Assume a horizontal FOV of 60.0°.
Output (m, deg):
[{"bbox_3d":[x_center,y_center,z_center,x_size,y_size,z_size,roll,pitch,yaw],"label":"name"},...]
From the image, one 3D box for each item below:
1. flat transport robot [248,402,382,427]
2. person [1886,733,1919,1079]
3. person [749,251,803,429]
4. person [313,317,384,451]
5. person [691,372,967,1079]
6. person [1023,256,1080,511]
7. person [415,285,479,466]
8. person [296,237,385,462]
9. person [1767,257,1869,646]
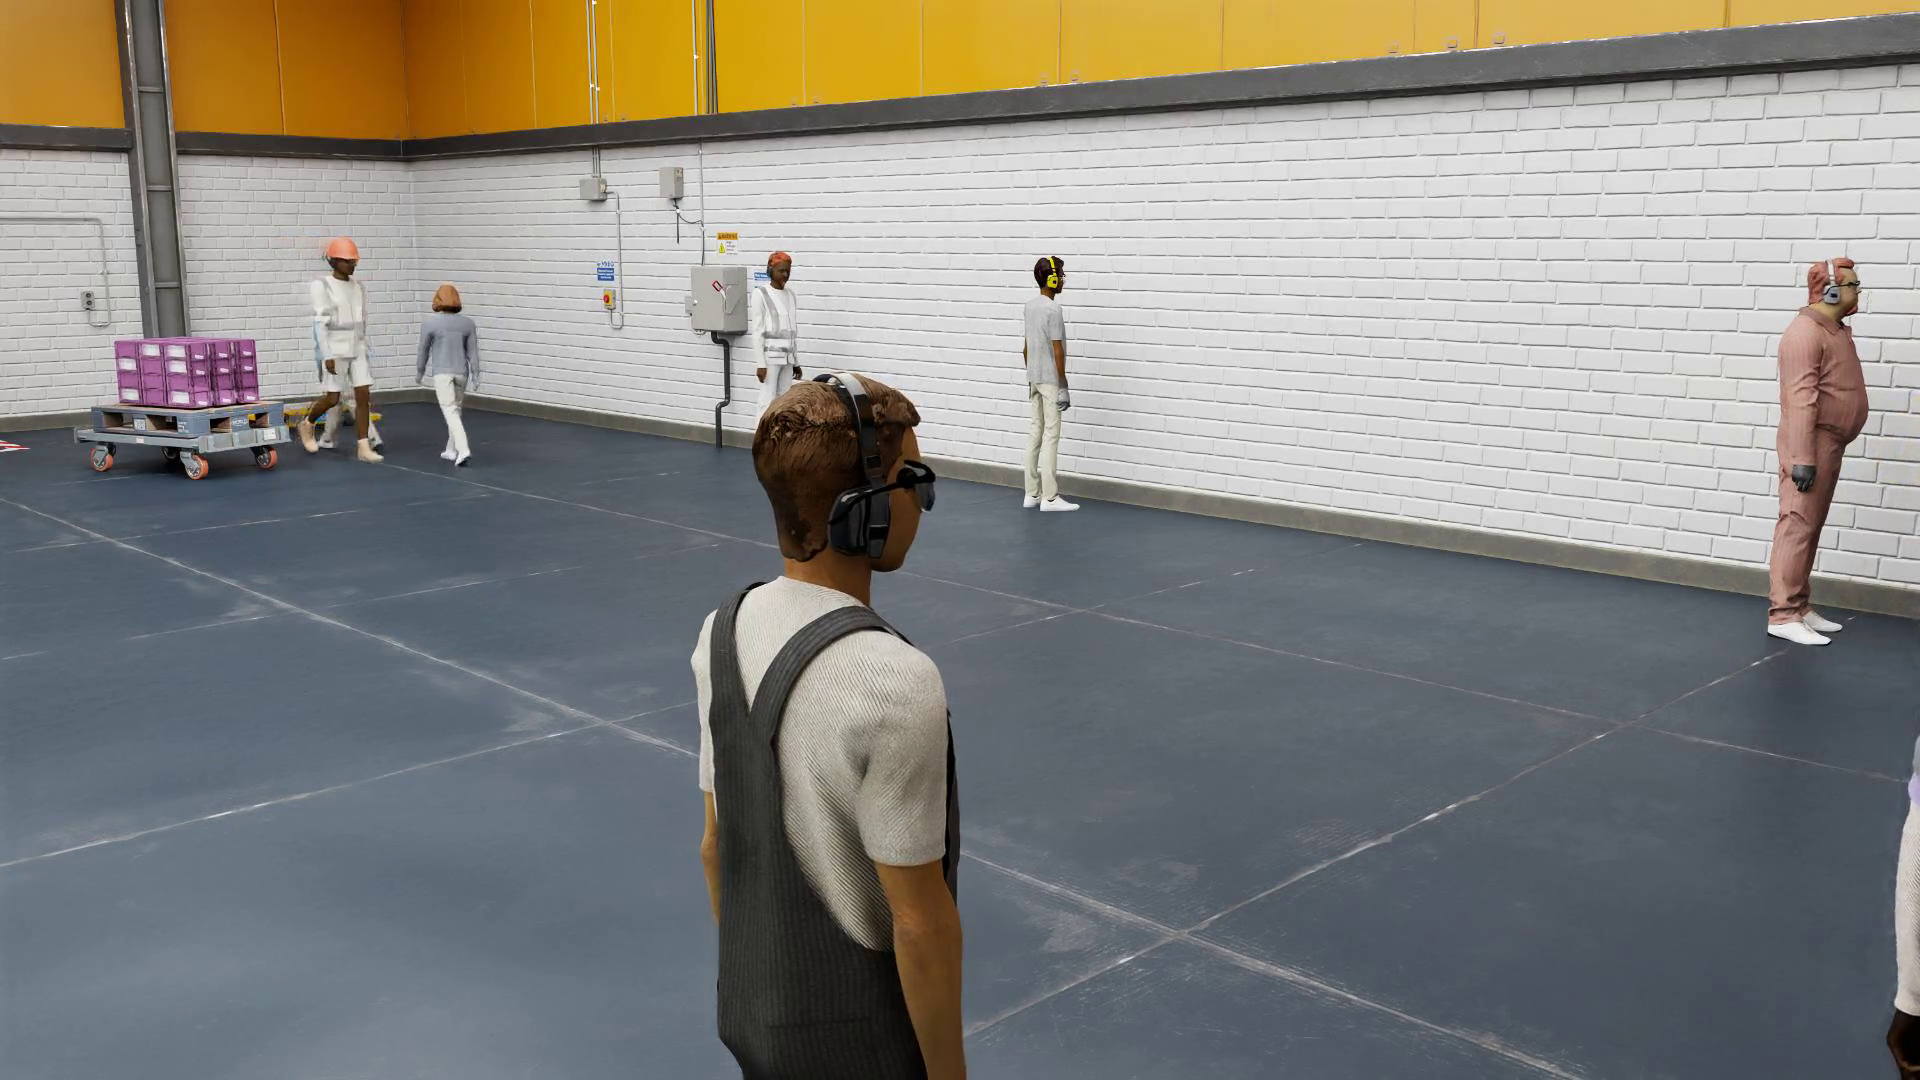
[{"bbox_3d":[-6.933,-1.325,17.598,0.652,0.197,1.431,7,13,34],"label":"flat transport robot"},{"bbox_3d":[1.562,0.671,2.241,0.572,1.913,0.616,-4,11,-19],"label":"person"},{"bbox_3d":[-1.572,-1.533,14.327,0.354,1.886,0.572,6,12,30],"label":"person"},{"bbox_3d":[-5.769,-1.612,15.579,0.844,1.586,0.571,2,11,12],"label":"person"},{"bbox_3d":[-0.159,0.692,2.308,0.346,1.846,0.506,-9,14,-41],"label":"person"},{"bbox_3d":[0.656,-1.145,12.253,0.328,1.872,0.512,-6,12,-28],"label":"person"},{"bbox_3d":[-4.494,-1.463,14.740,0.498,1.593,0.846,-9,14,-41],"label":"person"},{"bbox_3d":[-5.601,-1.702,14.934,0.860,2.018,0.604,6,12,31],"label":"person"},{"bbox_3d":[4.298,-0.445,8.325,0.407,1.913,0.641,8,13,36],"label":"person"}]
